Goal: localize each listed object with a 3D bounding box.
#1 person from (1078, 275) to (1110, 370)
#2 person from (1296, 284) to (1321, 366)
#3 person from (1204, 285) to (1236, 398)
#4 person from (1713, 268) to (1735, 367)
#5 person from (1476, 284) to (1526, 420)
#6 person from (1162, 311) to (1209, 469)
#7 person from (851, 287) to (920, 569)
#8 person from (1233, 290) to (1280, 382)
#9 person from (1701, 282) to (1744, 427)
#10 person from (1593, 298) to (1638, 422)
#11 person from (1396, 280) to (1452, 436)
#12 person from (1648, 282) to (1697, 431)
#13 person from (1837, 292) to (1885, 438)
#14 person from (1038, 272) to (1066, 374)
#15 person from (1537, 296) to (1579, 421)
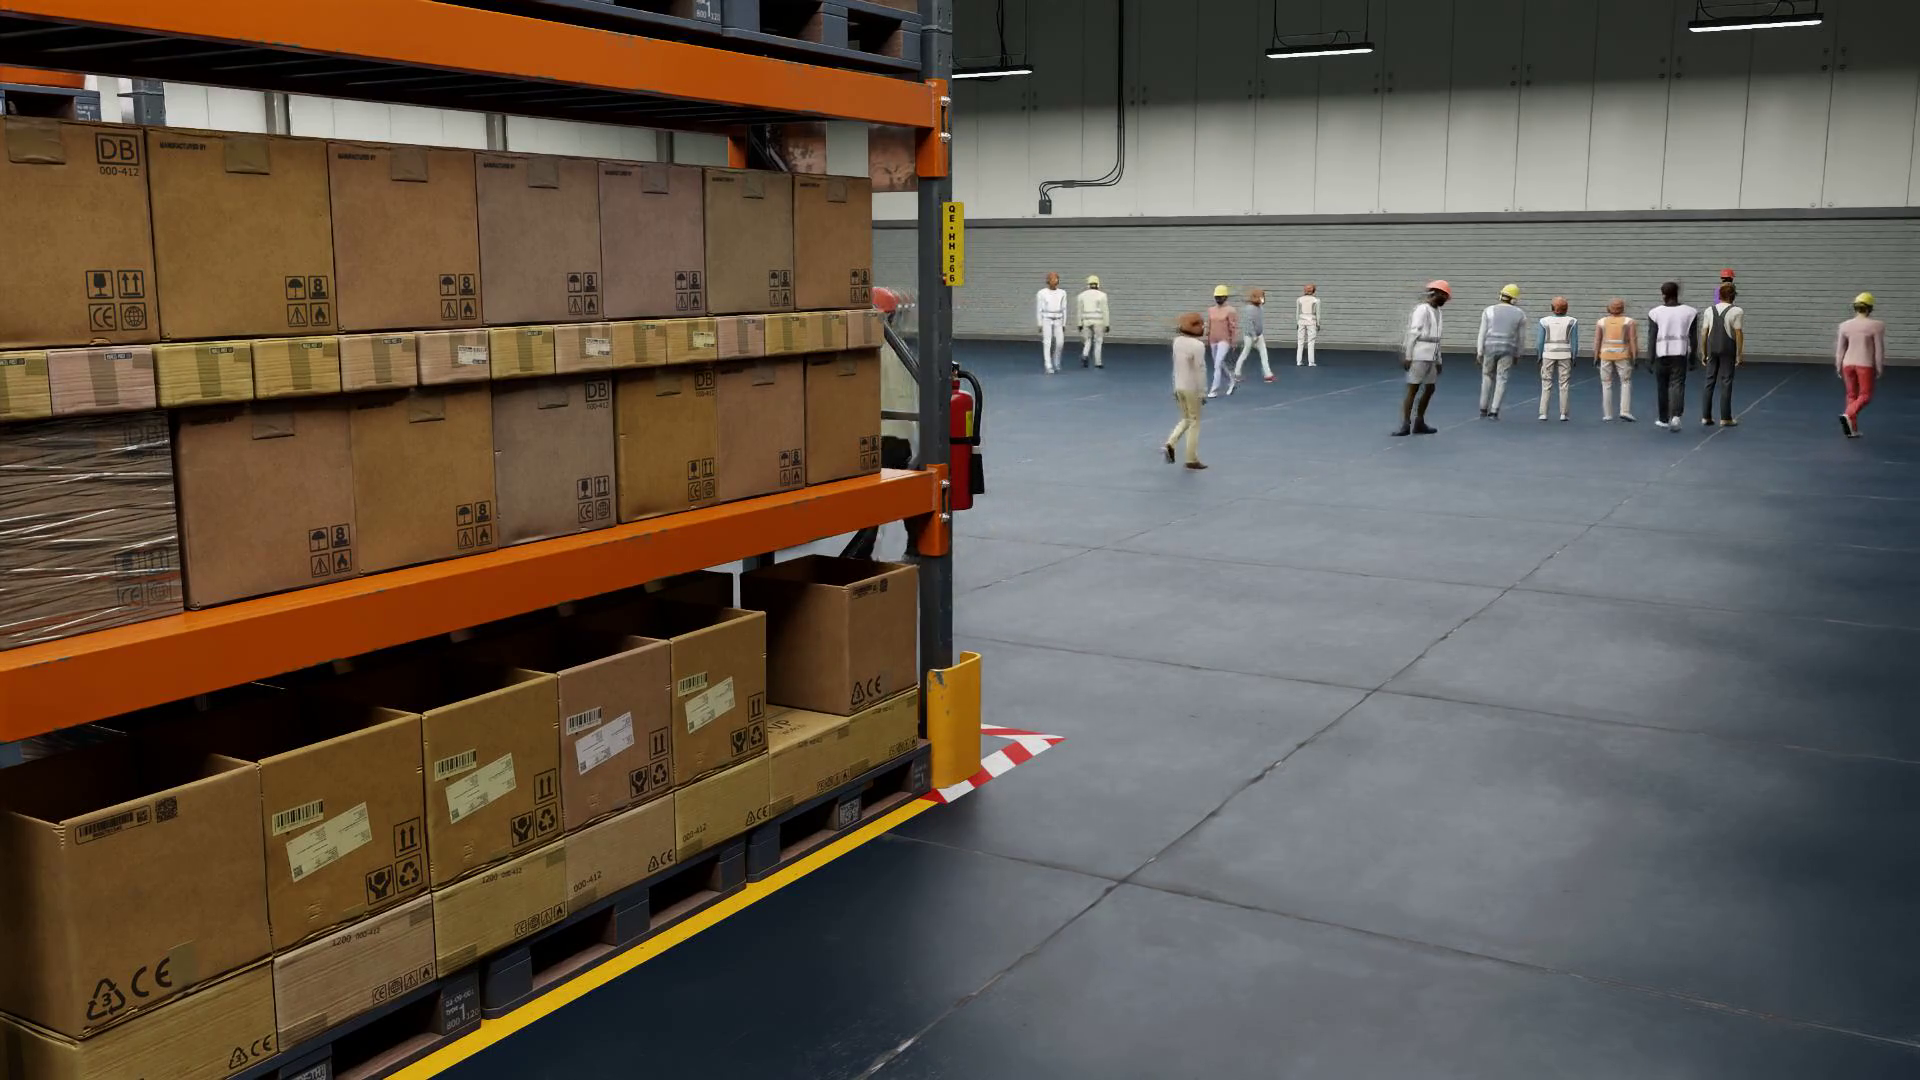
[{"bbox_3d":[2.574,-4.169,31.922,0.619,1.809,0.456,6,11,29],"label":"person"},{"bbox_3d":[6.891,-4.252,32.937,0.509,1.629,0.316,6,11,31],"label":"person"},{"bbox_3d":[4.061,-3.079,25.736,0.837,1.736,0.527,-9,13,-42],"label":"person"},{"bbox_3d":[14.988,-4.354,32.618,0.345,1.942,0.551,-1,10,-4],"label":"person"},{"bbox_3d":[7.255,-2.521,22.321,0.608,1.796,0.796,3,10,19],"label":"person"},{"bbox_3d":[2.330,-1.515,16.938,0.402,1.620,0.525,-5,11,-28],"label":"person"},{"bbox_3d":[-0.591,-0.734,11.368,0.875,1.955,0.648,-2,10,-11],"label":"person"},{"bbox_3d":[5.118,-3.530,28.843,0.502,1.589,0.871,-9,13,-43],"label":"person"},{"bbox_3d":[9.773,-2.378,21.330,0.328,1.844,0.511,-8,13,-39],"label":"person"},{"bbox_3d":[8.660,-2.369,21.949,0.603,1.616,0.402,5,11,29],"label":"person"},{"bbox_3d":[5.612,-2.195,20.182,0.730,1.893,0.397,-9,13,-43],"label":"person"},{"bbox_3d":[8.954,-2.313,20.931,0.604,1.865,1.010,3,10,18],"label":"person"},{"bbox_3d":[10.668,-2.070,19.792,0.599,1.748,0.539,-6,12,-32],"label":"person"},{"bbox_3d":[1.706,-4.006,30.779,0.572,1.868,0.430,-2,10,-14],"label":"person"},{"bbox_3d":[7.893,-2.390,21.993,0.521,1.644,0.307,3,10,19],"label":"person"}]
